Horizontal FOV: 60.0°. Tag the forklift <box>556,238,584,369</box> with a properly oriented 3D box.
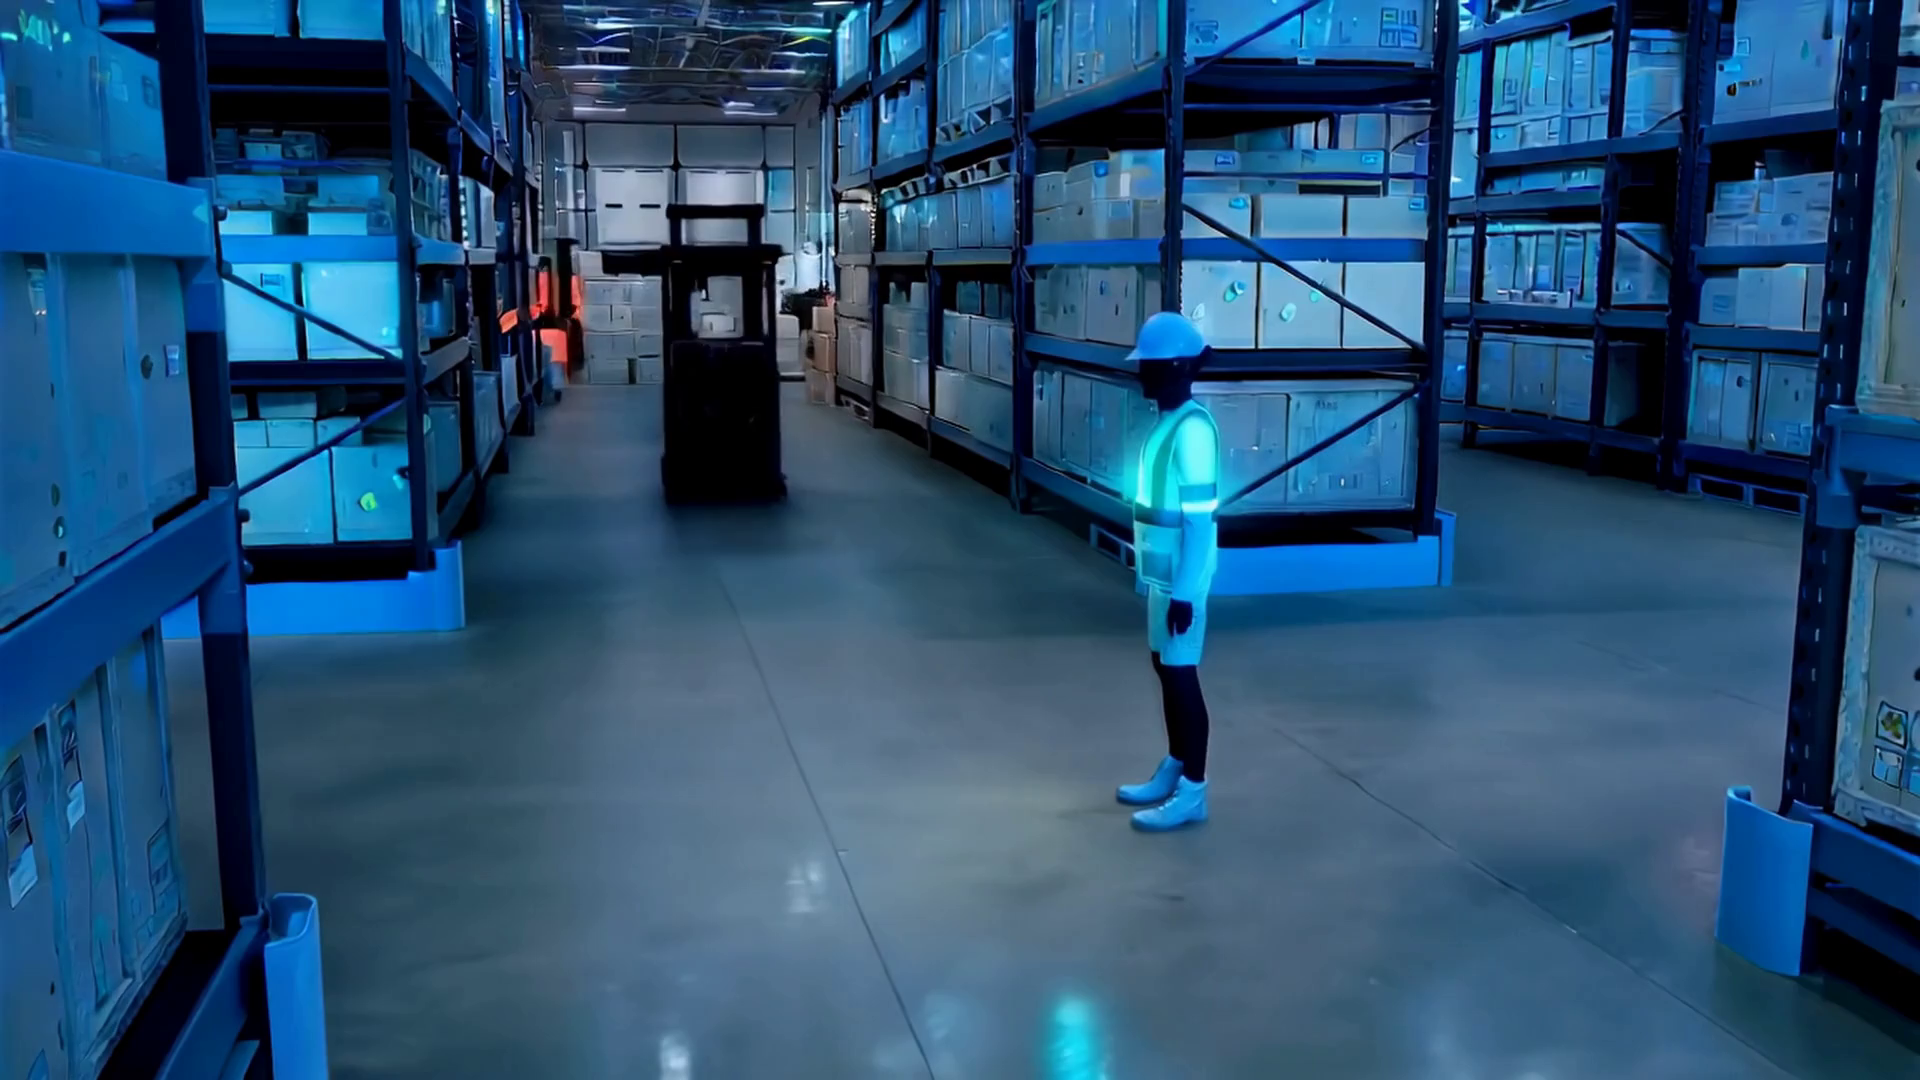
[{"bbox_3d":[-8.361,-5.013,35.378,1.873,2.768,1.129,-2,10,-13],"label":"forklift"}]

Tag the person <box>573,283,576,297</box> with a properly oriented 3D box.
[{"bbox_3d":[-11.598,-6.784,49.109,0.717,1.919,0.549,-4,10,-23],"label":"person"}]

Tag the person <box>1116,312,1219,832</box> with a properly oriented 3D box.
[{"bbox_3d":[0.817,0.130,6.579,0.380,2.041,0.616,0,9,-3],"label":"person"}]

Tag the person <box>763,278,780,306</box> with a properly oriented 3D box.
[{"bbox_3d":[-5.494,-6.645,48.238,0.625,1.924,0.456,-9,13,-43],"label":"person"}]

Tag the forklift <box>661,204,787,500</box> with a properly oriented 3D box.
[{"bbox_3d":[-2.389,-1.897,16.387,1.129,2.768,1.873,-2,10,-12],"label":"forklift"}]

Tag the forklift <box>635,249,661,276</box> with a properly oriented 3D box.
[{"bbox_3d":[-10.500,-8.463,56.408,1.129,2.768,1.873,-7,12,-38],"label":"forklift"}]

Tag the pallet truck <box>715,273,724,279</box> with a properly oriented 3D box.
[{"bbox_3d":[-8.580,-8.986,62.280,1.885,1.965,0.823,1,9,5],"label":"pallet truck"}]
